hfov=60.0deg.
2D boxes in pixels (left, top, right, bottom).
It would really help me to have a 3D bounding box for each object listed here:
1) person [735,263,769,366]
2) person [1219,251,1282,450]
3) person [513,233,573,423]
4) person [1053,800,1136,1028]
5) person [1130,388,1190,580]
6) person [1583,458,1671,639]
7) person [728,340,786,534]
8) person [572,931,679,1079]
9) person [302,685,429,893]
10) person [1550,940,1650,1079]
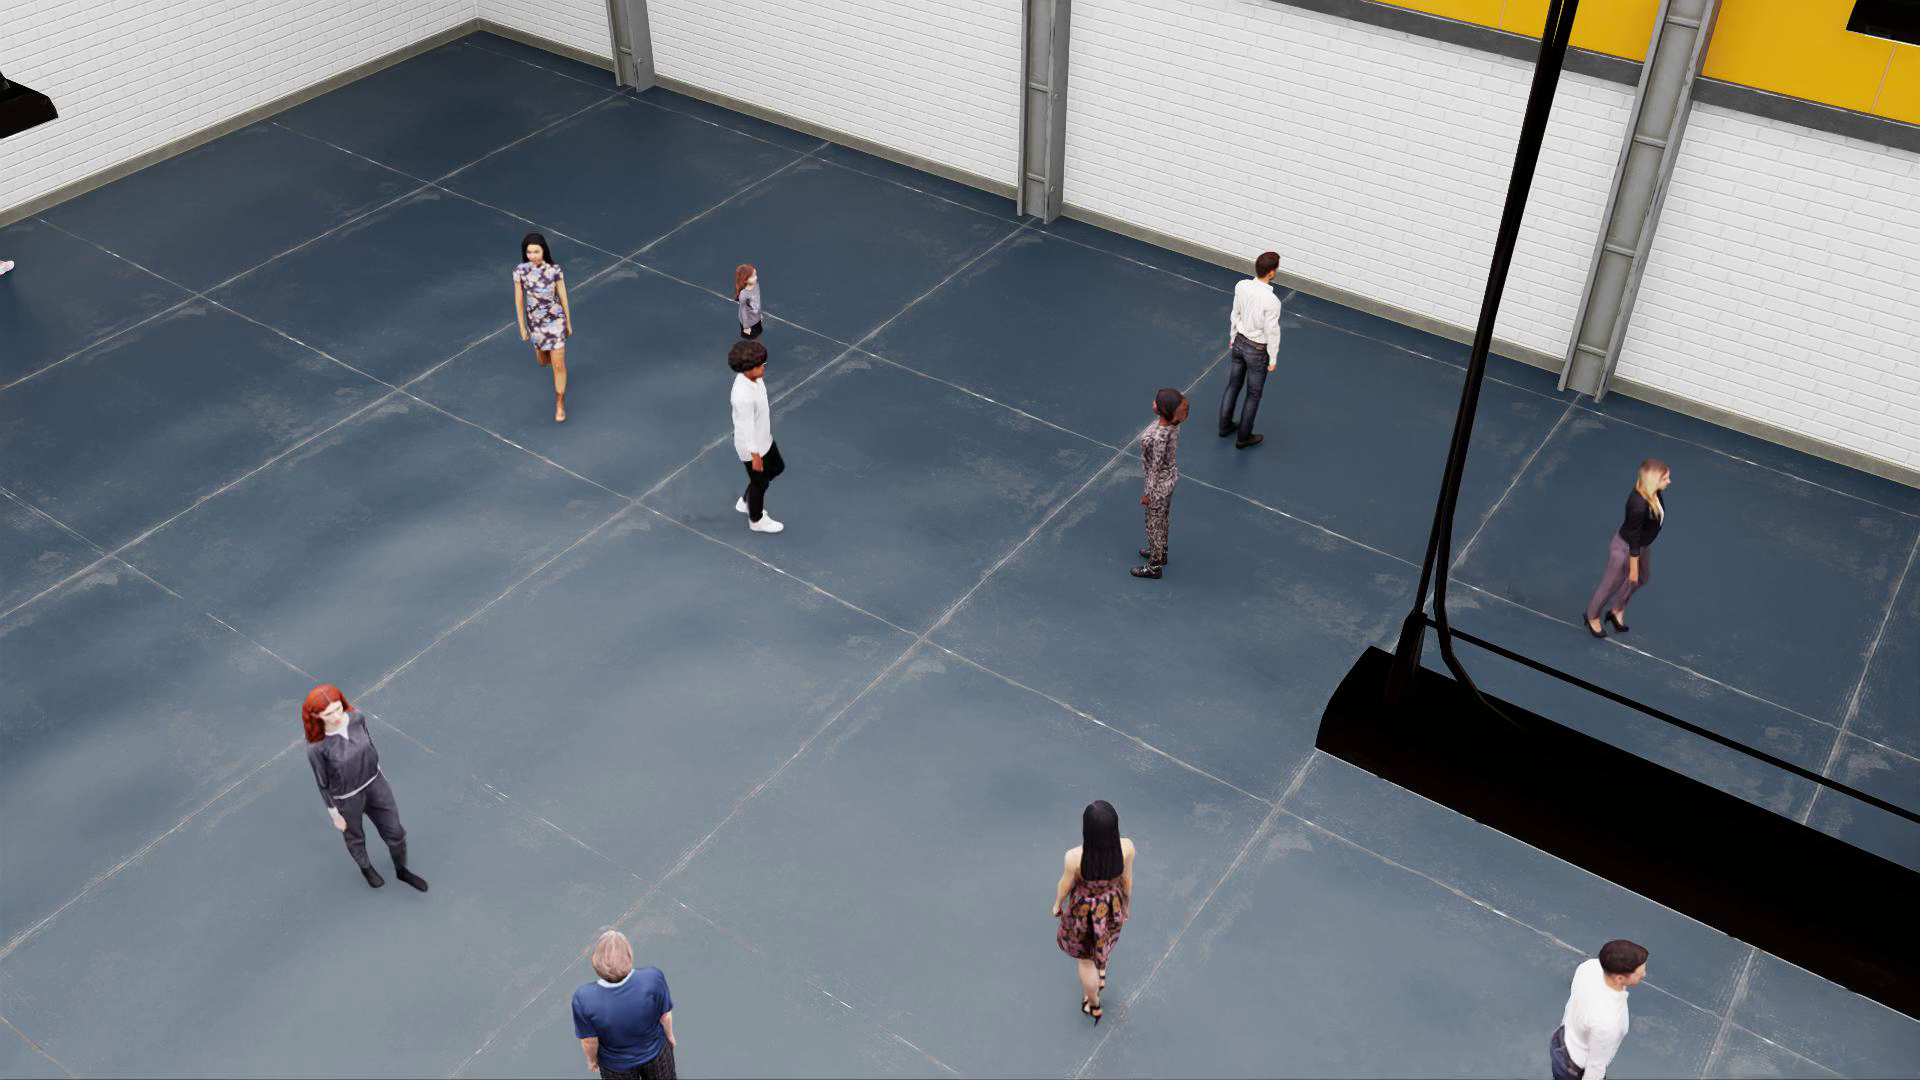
[{"bbox_3d":[-1.942,-2.079,15.377,0.499,1.107,0.504,13,40,16],"label":"person"},{"bbox_3d":[2.478,-1.616,14.190,0.785,1.866,0.585,-27,46,-30],"label":"person"},{"bbox_3d":[-3.649,-1.941,14.719,1.019,1.712,1.051,-5,39,-6],"label":"person"},{"bbox_3d":[0.794,2.198,9.495,0.805,1.763,0.870,-13,40,-15],"label":"person"},{"bbox_3d":[1.545,-0.442,12.841,0.625,1.714,0.621,15,41,18],"label":"person"},{"bbox_3d":[4.833,0.055,12.261,0.596,1.661,0.639,20,43,23],"label":"person"},{"bbox_3d":[-1.713,-0.816,13.241,0.818,1.799,0.786,3,39,3],"label":"person"},{"bbox_3d":[-1.723,2.695,8.787,0.738,1.872,0.748,-13,41,-16],"label":"person"},{"bbox_3d":[-3.819,1.524,10.345,0.736,1.757,0.609,25,45,28],"label":"person"},{"bbox_3d":[3.167,2.726,8.771,1.271,1.844,0.975,7,39,8],"label":"person"}]
